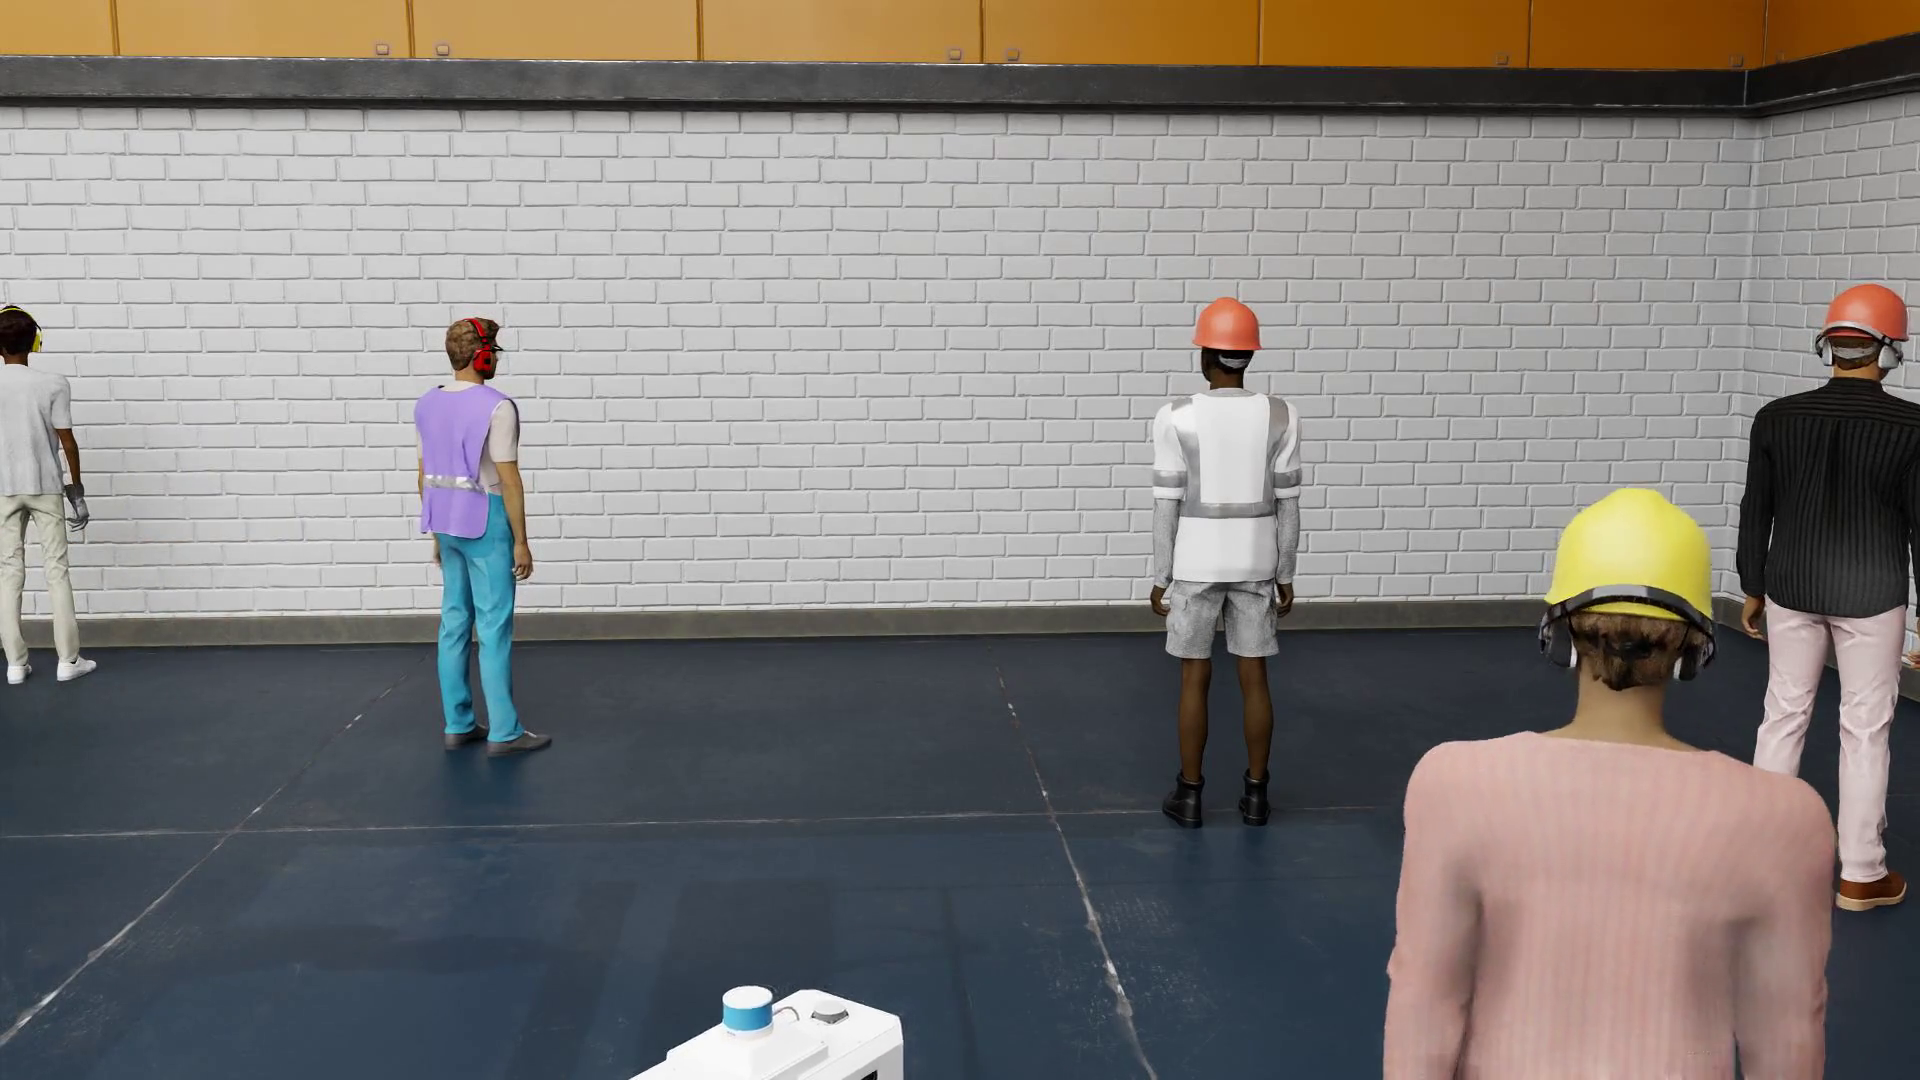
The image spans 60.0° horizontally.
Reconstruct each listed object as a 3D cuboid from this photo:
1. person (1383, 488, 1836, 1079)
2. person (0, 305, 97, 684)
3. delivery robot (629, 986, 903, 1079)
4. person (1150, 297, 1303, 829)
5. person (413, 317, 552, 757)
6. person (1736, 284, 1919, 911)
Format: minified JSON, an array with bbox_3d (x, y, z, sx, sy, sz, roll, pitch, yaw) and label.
[{"bbox_3d":[0.857,0.799,2.246,0.542,1.742,0.586,3,10,20],"label":"person"},{"bbox_3d":[-4.627,-0.221,8.266,0.531,1.875,0.316,-2,9,-14],"label":"person"},{"bbox_3d":[-0.431,1.162,3.417,0.477,0.478,0.707,6,11,35],"label":"delivery robot"},{"bbox_3d":[0.962,0.092,6.086,0.550,1.942,0.346,0,9,-3],"label":"person"},{"bbox_3d":[-2.050,-0.008,7.010,0.563,1.848,0.390,6,11,31],"label":"person"},{"bbox_3d":[2.839,0.182,5.361,0.394,1.990,0.625,-8,12,-42],"label":"person"}]
